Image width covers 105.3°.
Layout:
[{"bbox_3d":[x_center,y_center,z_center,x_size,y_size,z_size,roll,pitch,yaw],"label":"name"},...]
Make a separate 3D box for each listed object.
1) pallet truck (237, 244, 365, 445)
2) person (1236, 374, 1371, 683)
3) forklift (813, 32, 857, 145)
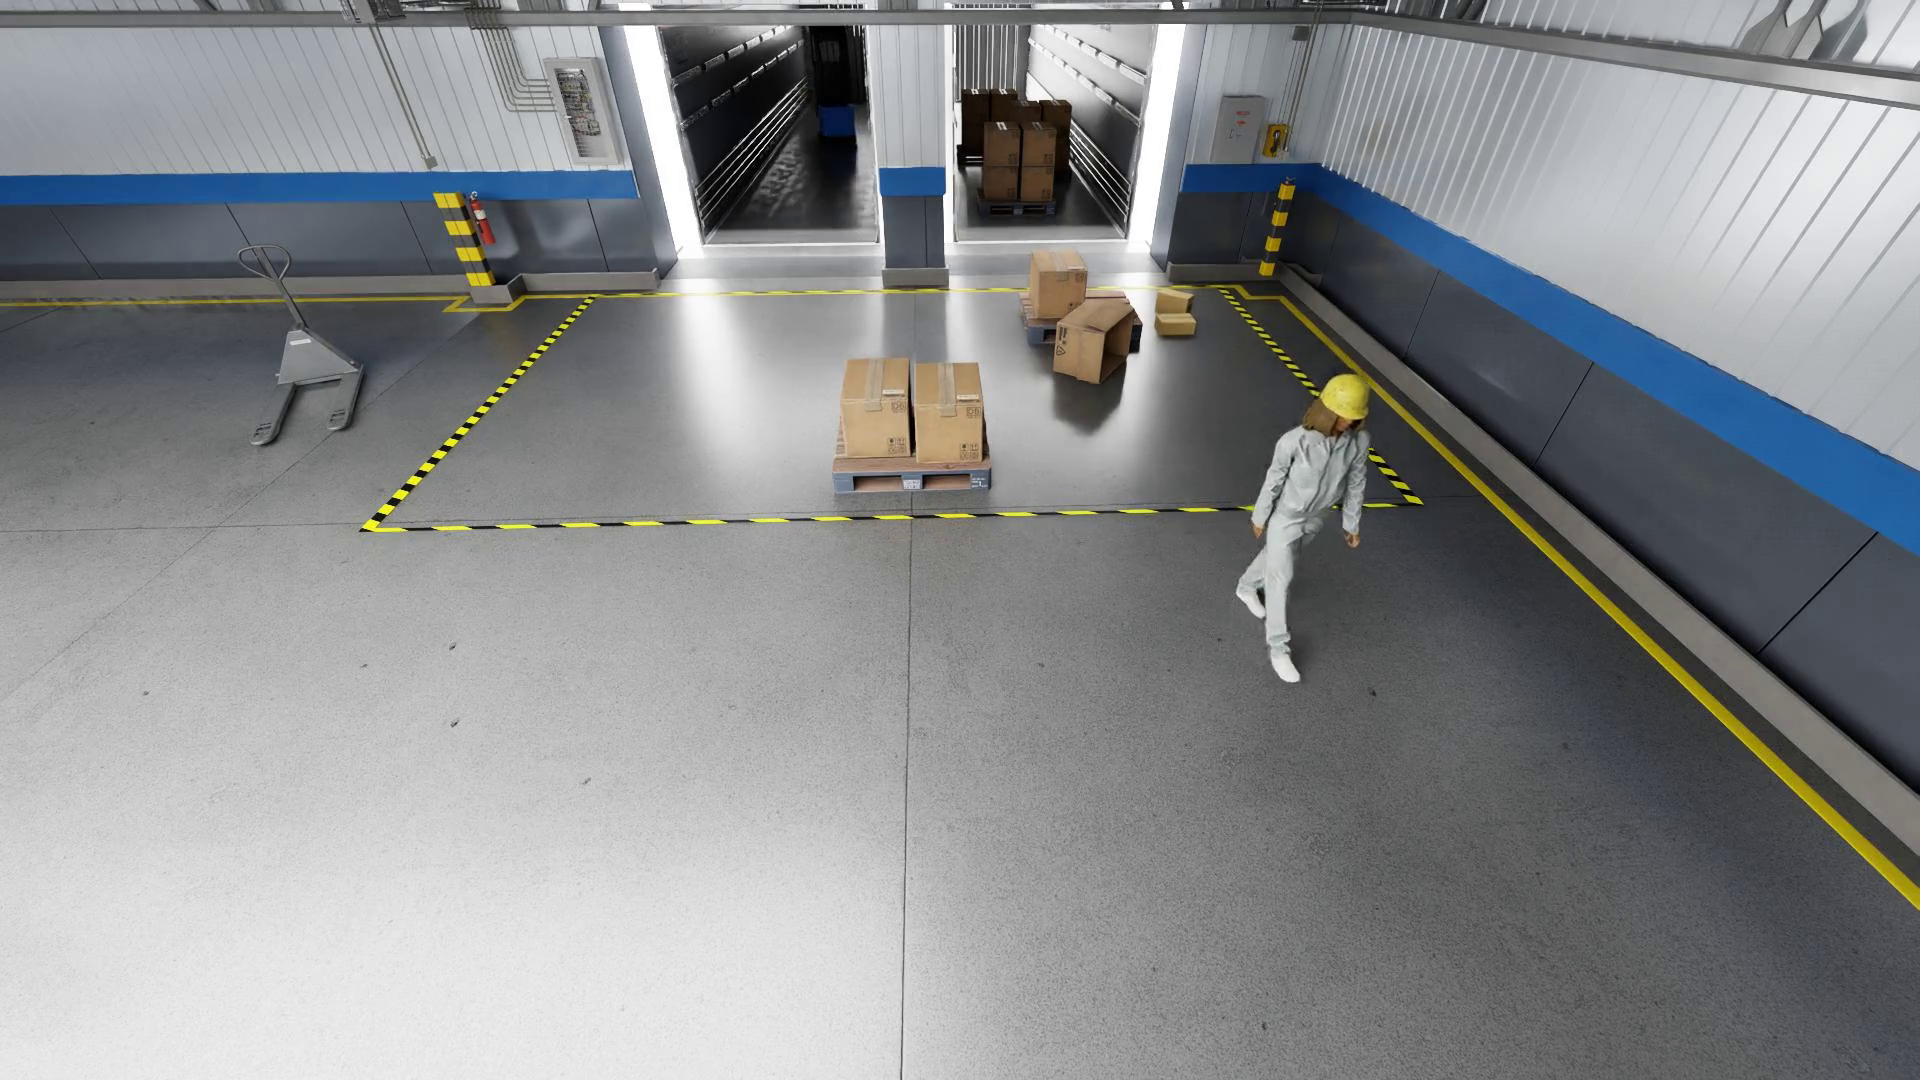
[{"bbox_3d":[-5.915,-1.733,6.366,0.680,1.201,1.601,-18,42,-21],"label":"pallet truck"},{"bbox_3d":[1.863,-0.067,3.888,0.504,1.705,0.855,-8,39,-10],"label":"person"},{"bbox_3d":[-2.679,-9.556,15.580,0.716,2.013,0.776,-7,39,-8],"label":"forklift"}]
